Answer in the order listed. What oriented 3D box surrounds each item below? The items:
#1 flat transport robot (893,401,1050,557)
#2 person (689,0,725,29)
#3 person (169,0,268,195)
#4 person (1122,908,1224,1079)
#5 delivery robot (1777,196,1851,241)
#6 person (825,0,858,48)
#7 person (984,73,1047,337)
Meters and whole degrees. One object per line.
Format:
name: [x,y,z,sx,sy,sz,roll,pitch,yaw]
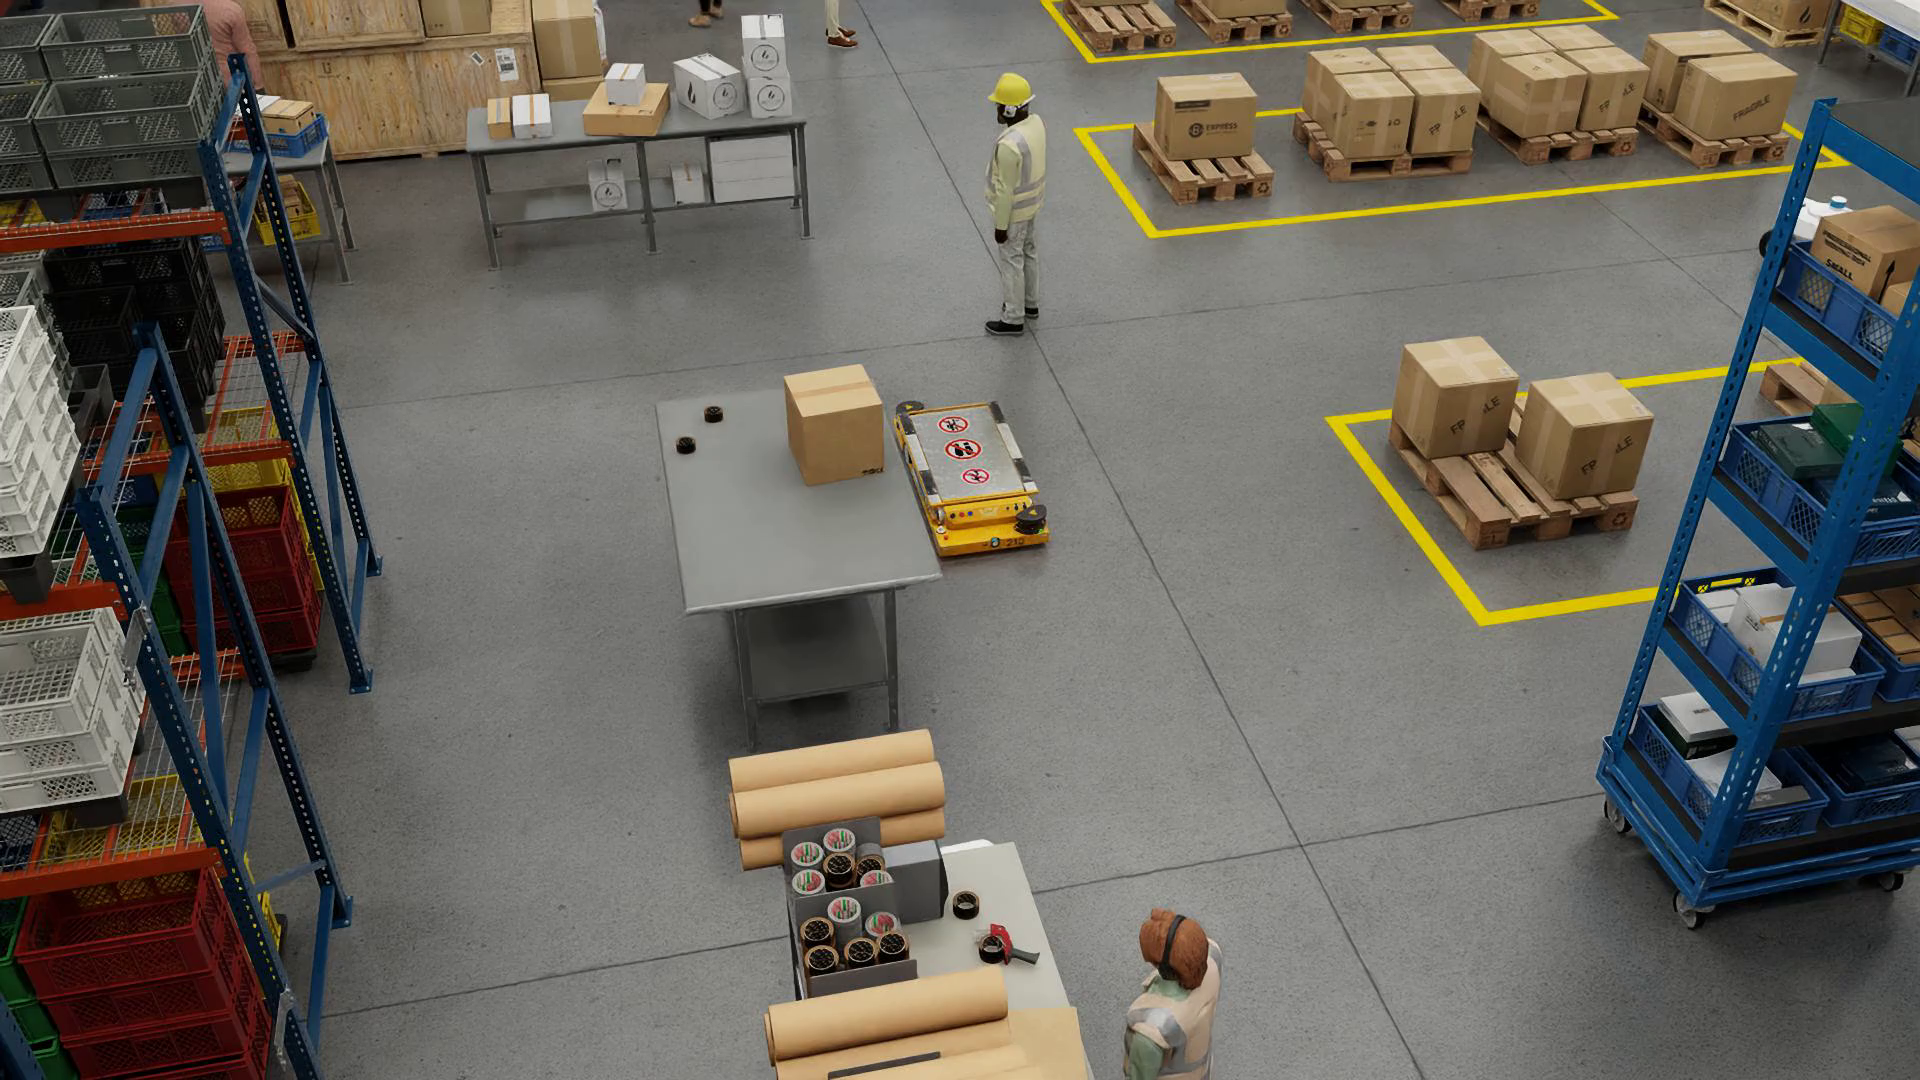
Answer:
flat transport robot: [0.046,-0.430,10.108,0.652,0.197,1.431,-8,37,-10]
person: [-2.546,-5.885,16.253,0.317,1.695,0.540,15,39,19]
person: [-5.754,-3.652,13.092,0.636,1.900,0.402,8,37,11]
person: [0.727,1.893,5.855,0.311,1.633,0.518,23,42,27]
delivery robot: [6.438,-2.301,12.311,0.477,0.478,0.707,-25,43,-29]
person: [-1.174,-5.653,15.799,0.328,1.872,0.514,-4,37,-5]
person: [0.367,-2.279,11.303,0.403,1.823,0.590,15,39,20]
